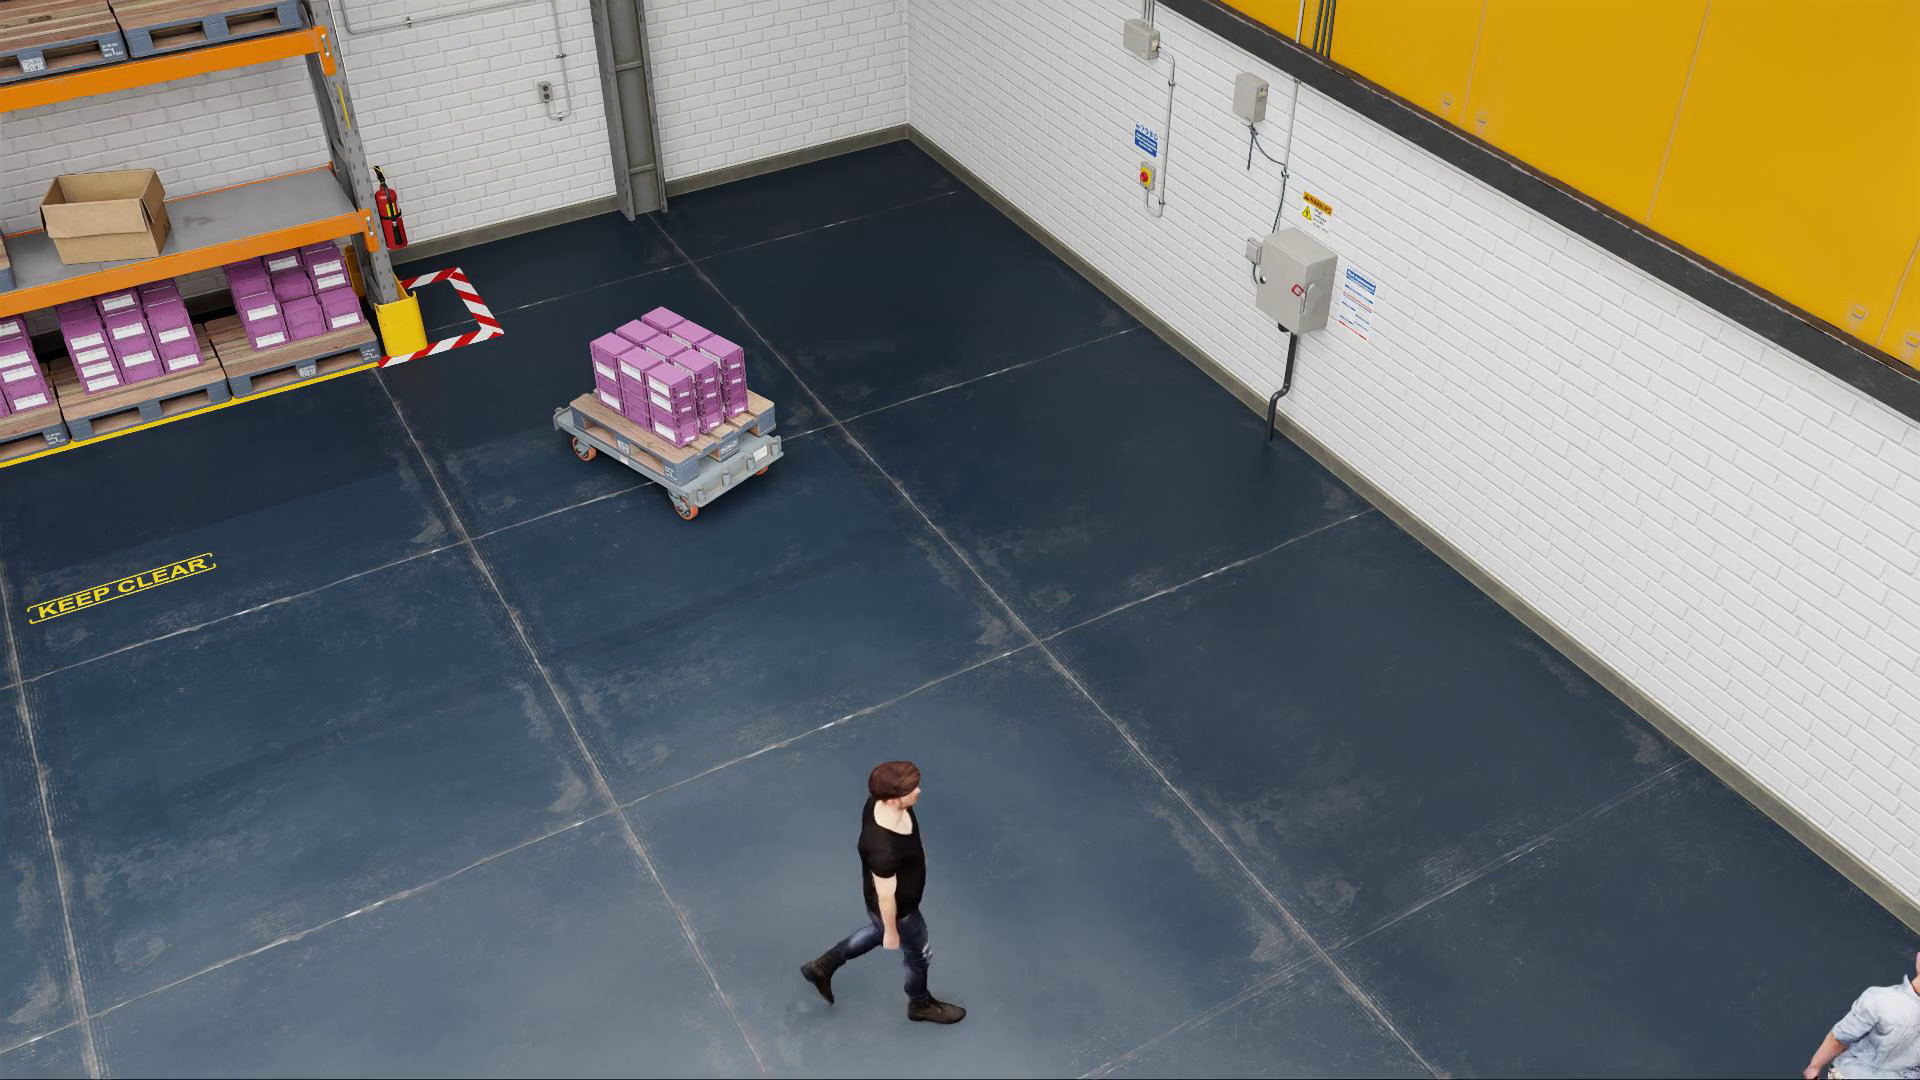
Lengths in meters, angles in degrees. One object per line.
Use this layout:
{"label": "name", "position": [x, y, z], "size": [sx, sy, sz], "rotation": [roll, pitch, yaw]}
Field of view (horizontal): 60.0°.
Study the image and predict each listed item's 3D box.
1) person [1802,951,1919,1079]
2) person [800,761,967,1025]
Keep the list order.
{"label": "person", "position": [4.134, 2.491, 7.509], "size": [1.213, 1.814, 1.131], "rotation": [1, 39, 2]}
{"label": "person", "position": [-0.420, 1.791, 8.339], "size": [1.218, 1.872, 1.019], "rotation": [0, 39, -1]}
